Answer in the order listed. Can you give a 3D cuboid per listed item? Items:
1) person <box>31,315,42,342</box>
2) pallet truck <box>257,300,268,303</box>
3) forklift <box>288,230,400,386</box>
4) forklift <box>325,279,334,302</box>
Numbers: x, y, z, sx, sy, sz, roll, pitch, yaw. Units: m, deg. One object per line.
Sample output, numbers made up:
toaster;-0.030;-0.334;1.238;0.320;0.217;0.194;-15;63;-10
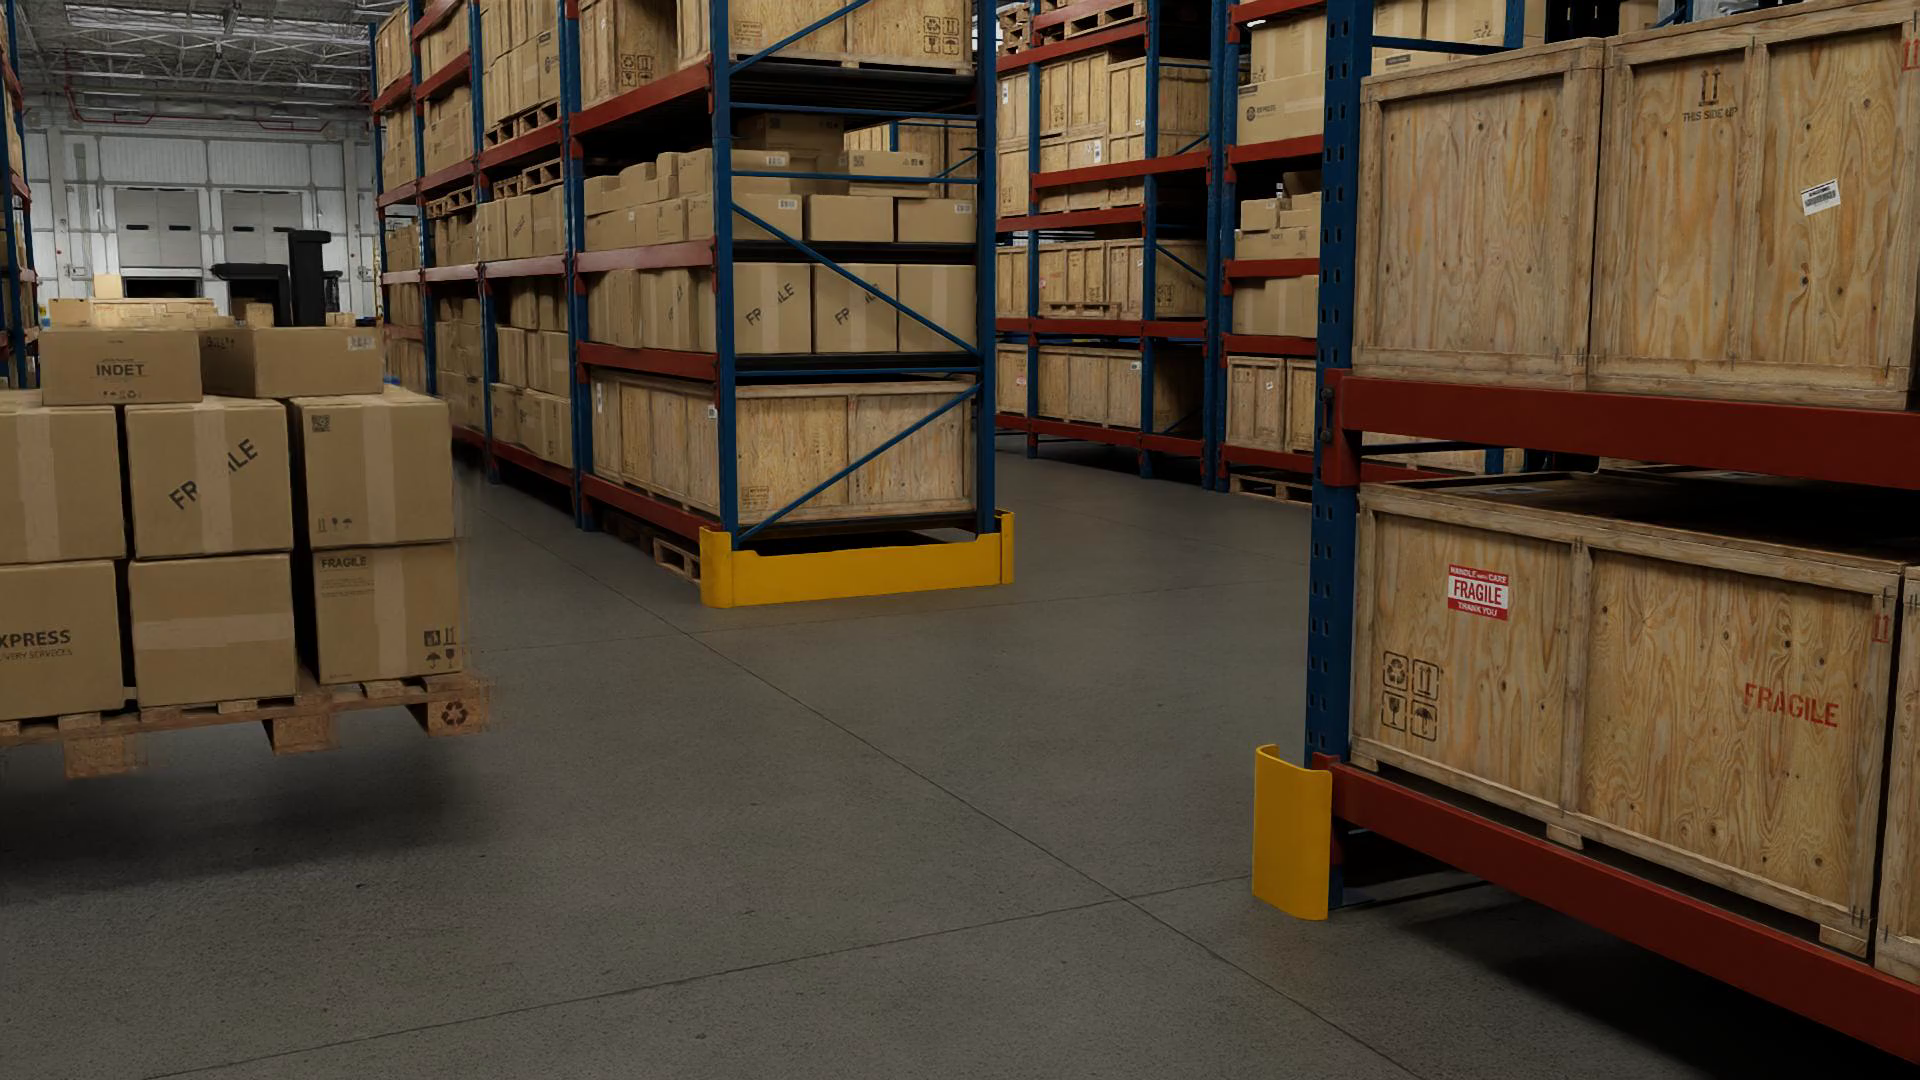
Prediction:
person;-24.908;-5.386;44.632;1.014;1.884;0.635;-3;9;-21
pallet truck;-23.913;-7.404;58.171;1.885;1.965;0.823;-1;8;-9
forklift;-7.782;-2.307;19.994;1.873;2.768;1.129;-4;9;-26
forklift;-18.345;-6.292;47.477;1.129;2.768;1.873;-5;10;-32
